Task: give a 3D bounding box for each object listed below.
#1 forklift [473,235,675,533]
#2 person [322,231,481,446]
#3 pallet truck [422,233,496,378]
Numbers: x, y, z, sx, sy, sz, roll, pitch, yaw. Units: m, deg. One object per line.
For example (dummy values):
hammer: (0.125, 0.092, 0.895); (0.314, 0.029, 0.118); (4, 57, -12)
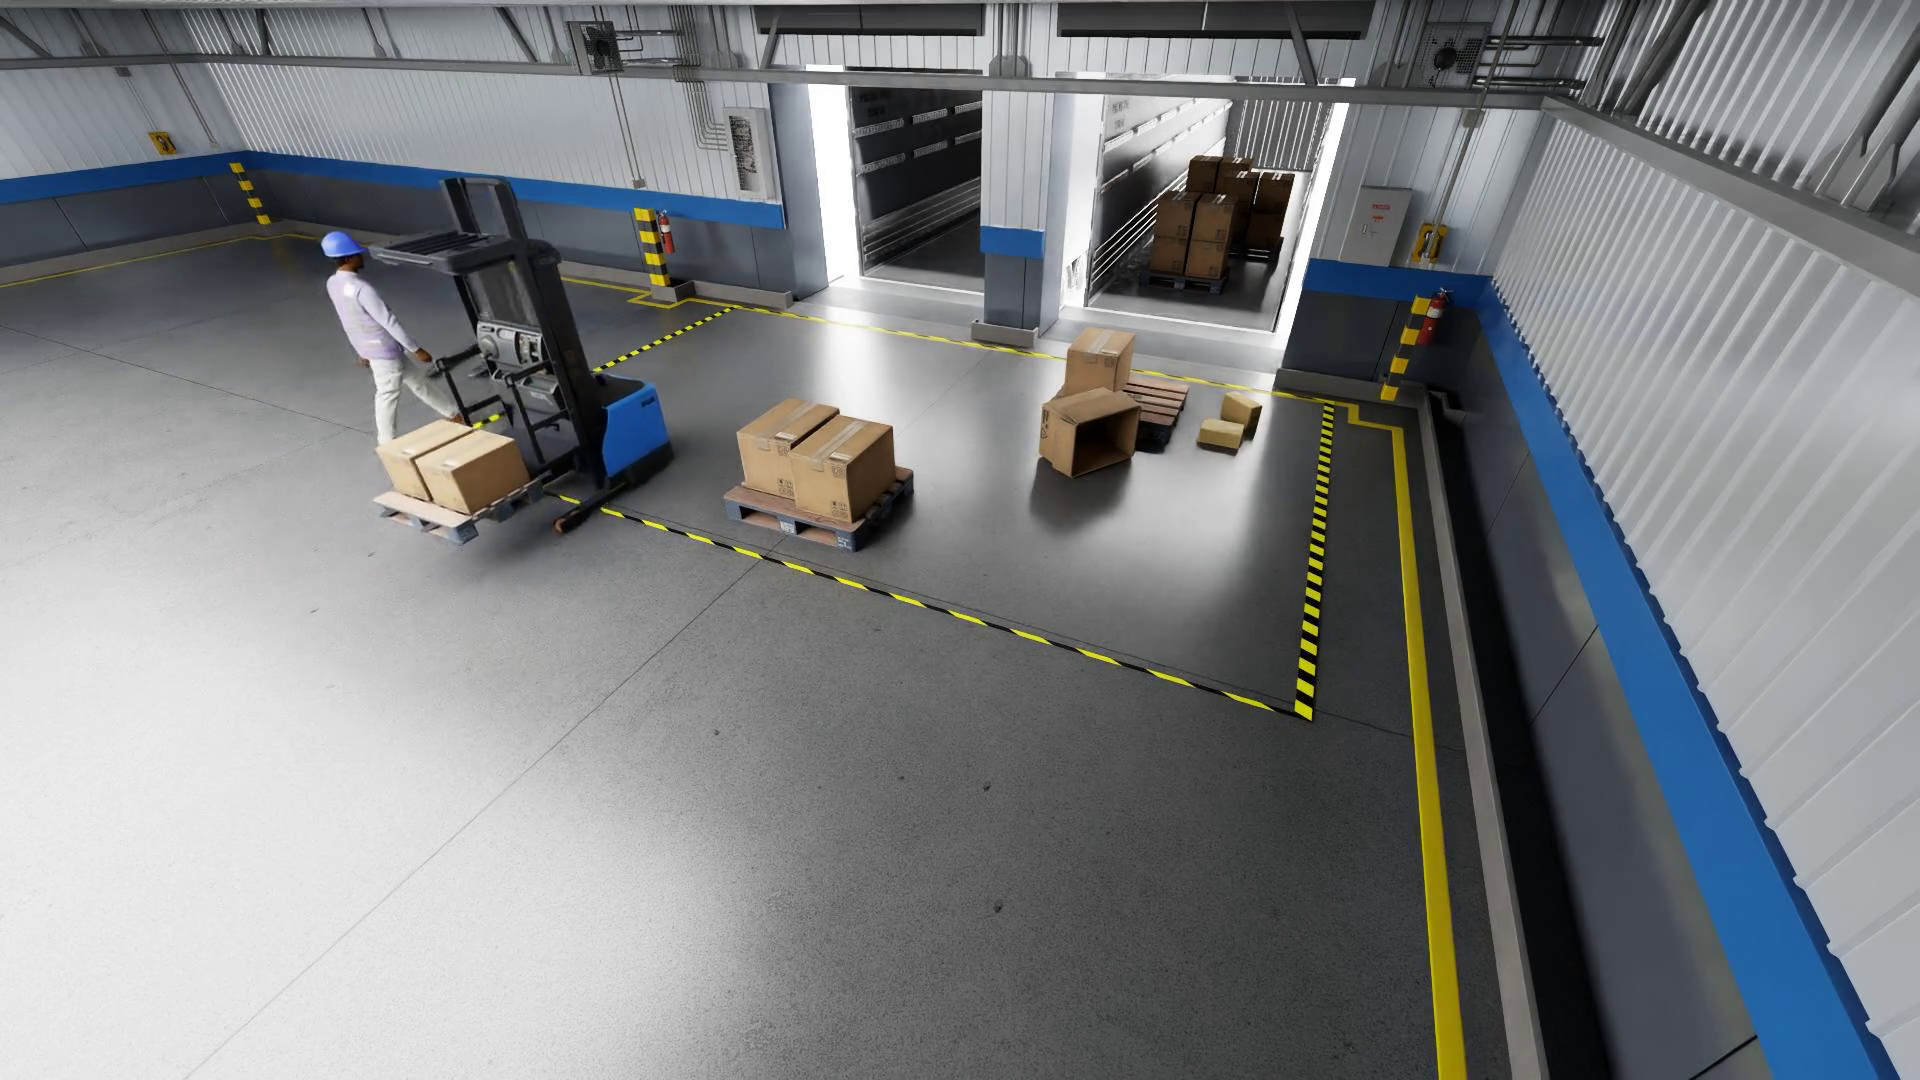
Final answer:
forklift: (-3.077, -1.391, 5.883); (0.716, 2.013, 0.776); (15, 38, 20)
person: (-4.979, -1.724, 6.472); (0.612, 1.898, 0.987); (24, 42, 30)
pallet truck: (-5.664, -2.712, 8.427); (0.680, 1.201, 1.601); (0, 35, -1)
